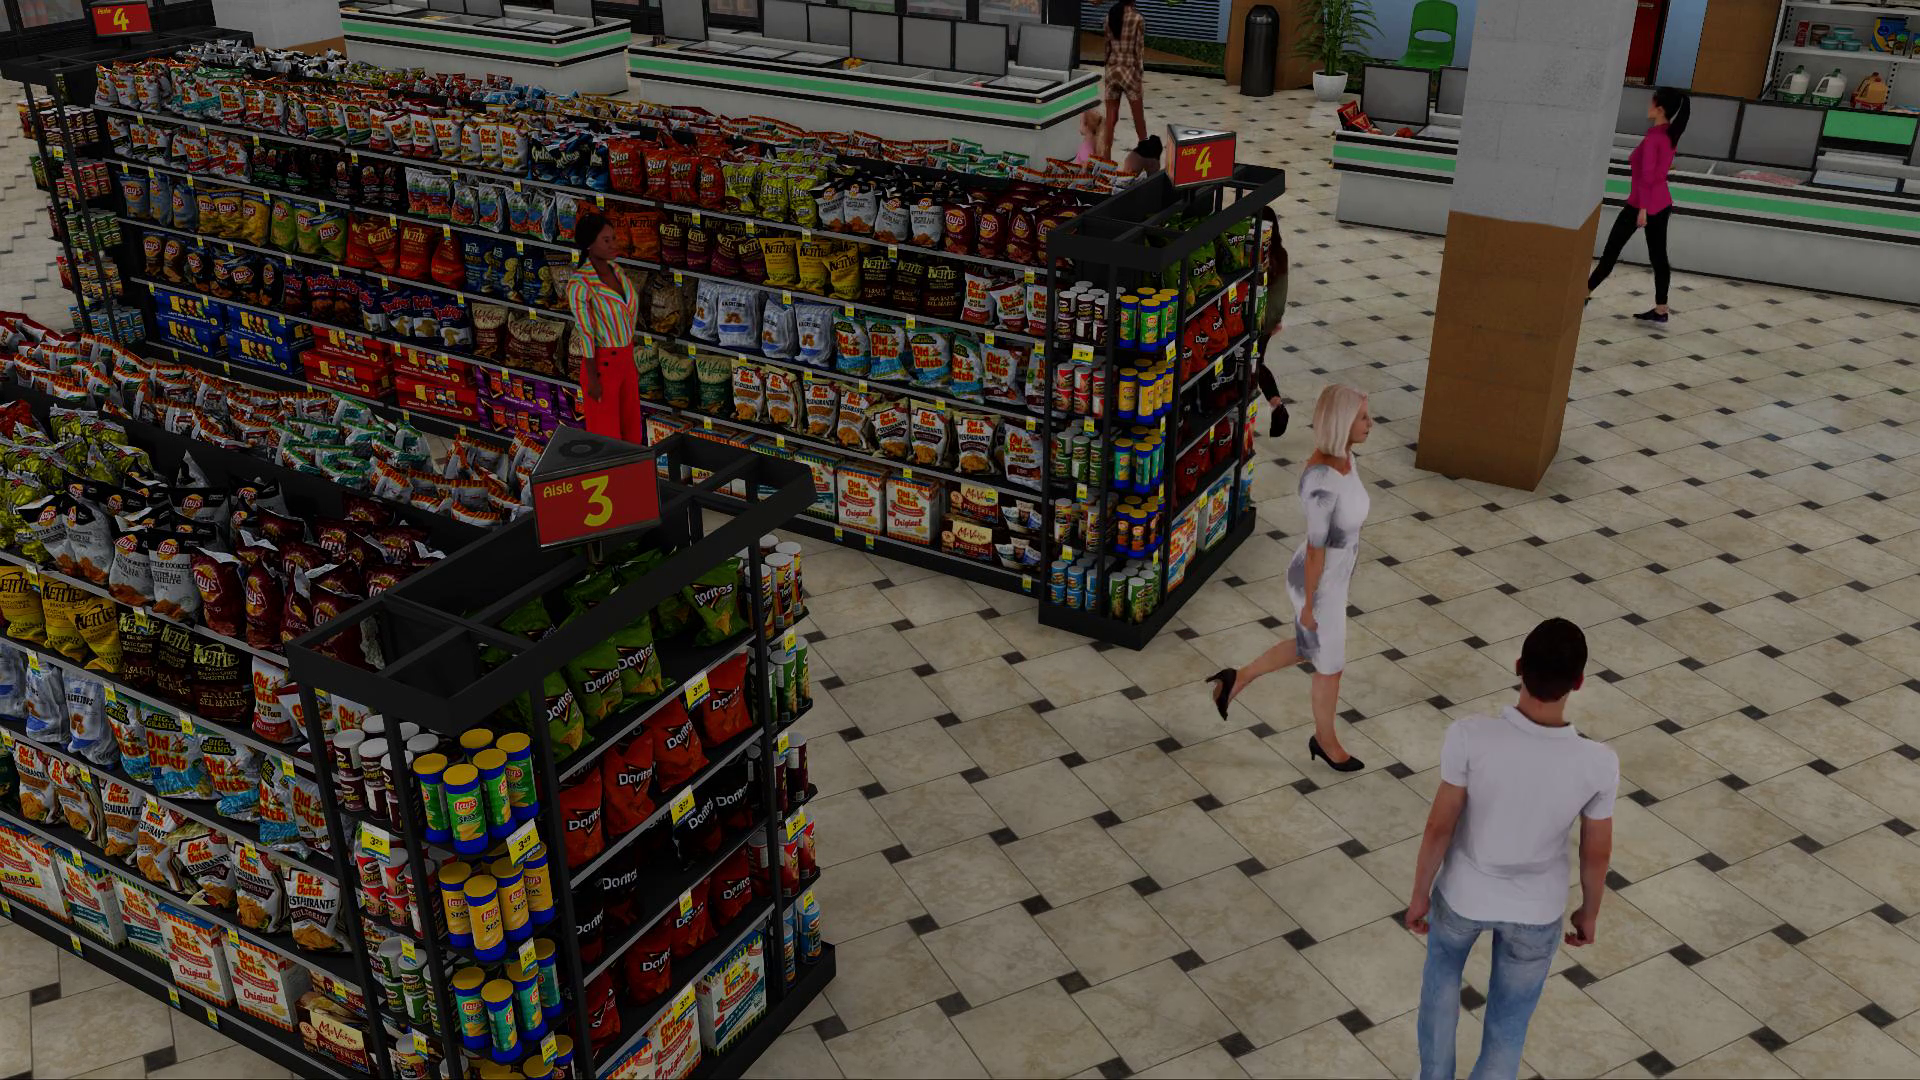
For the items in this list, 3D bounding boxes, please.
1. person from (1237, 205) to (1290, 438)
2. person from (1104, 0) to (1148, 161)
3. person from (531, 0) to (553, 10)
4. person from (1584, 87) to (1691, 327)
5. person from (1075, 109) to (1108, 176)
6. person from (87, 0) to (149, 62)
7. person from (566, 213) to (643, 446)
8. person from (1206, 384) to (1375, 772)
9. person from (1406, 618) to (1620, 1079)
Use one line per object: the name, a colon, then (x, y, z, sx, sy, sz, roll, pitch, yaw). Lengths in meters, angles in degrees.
person: (1.790, -1.267, 9.940, 0.799, 1.467, 0.912, -16, 31, -28)
person: (1.472, -4.242, 15.502, 1.001, 1.742, 0.654, 15, 31, 27)
person: (-5.699, -7.691, 22.289, 0.548, 1.755, 0.580, 19, 33, 33)
person: (4.964, -2.322, 11.799, 0.795, 1.667, 1.121, -24, 35, -39)
person: (1.068, -2.748, 13.096, 0.880, 1.253, 0.514, 13, 30, 23)
person: (-8.161, -4.656, 16.229, 0.578, 1.824, 0.692, 16, 31, 28)
person: (-1.841, -0.841, 8.740, 0.565, 1.794, 0.617, 10, 29, 20)
person: (1.408, 0.167, 6.819, 0.975, 1.732, 0.699, 9, 28, 18)
person: (1.565, 1.111, 4.842, 0.631, 1.836, 0.796, 9, 28, 17)
